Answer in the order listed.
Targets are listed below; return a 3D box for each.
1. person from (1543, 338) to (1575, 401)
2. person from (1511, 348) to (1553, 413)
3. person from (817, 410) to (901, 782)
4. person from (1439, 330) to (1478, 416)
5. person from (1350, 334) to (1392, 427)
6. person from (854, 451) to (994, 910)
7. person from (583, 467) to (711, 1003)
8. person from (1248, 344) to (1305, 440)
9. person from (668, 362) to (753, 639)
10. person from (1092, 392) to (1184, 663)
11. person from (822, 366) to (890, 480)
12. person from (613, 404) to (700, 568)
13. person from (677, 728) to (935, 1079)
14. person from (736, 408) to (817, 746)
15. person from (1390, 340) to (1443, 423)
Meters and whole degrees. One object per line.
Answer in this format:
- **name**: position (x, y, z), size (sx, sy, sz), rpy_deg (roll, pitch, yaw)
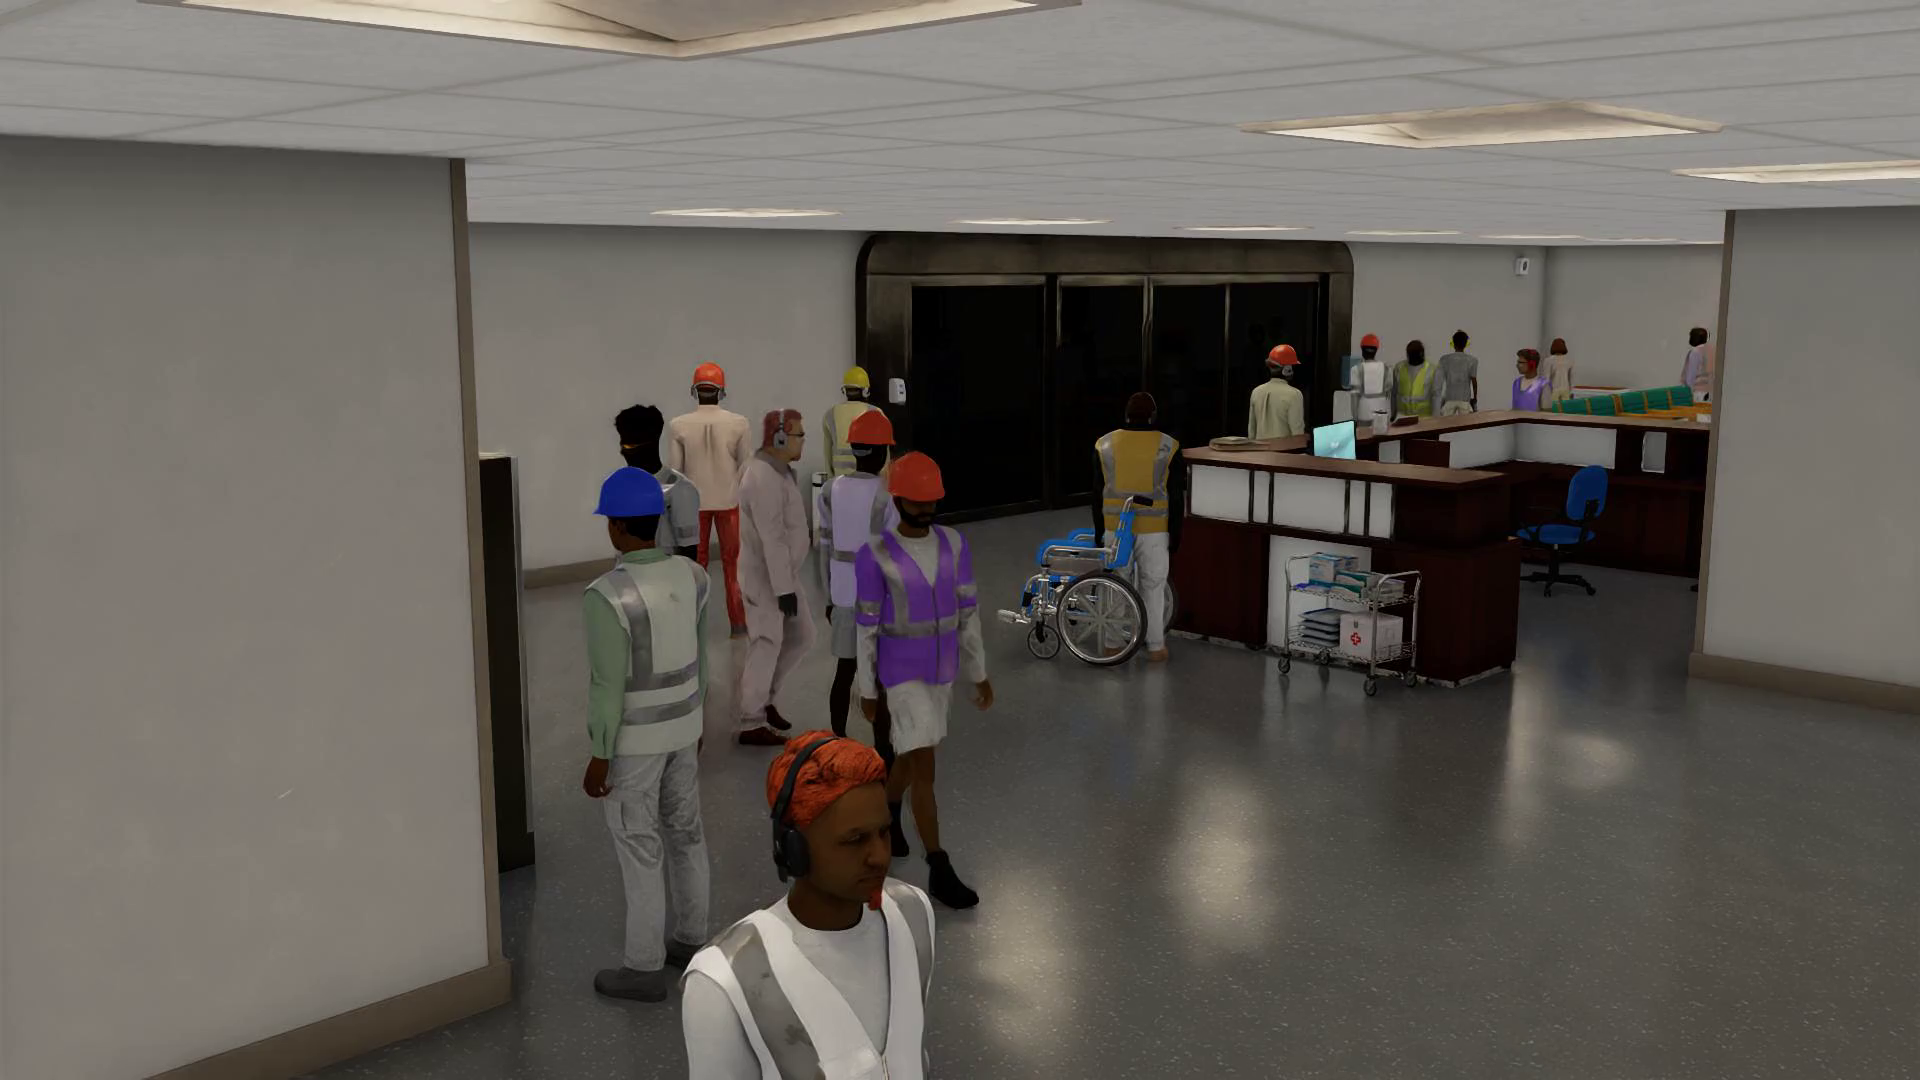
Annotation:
- **person**: position (8.897, -2.189, 24.777), size (0.501, 1.633, 0.289), rpy_deg (-2, 9, -9)
- **person**: position (5.899, -1.058, 17.207), size (0.390, 1.841, 0.564), rpy_deg (-3, 10, -16)
- **person**: position (-0.473, 0.290, 8.686), size (0.547, 1.929, 0.393), rpy_deg (6, 11, 30)
- **person**: position (6.457, -1.788, 21.584), size (0.514, 1.876, 0.328), rpy_deg (4, 10, 22)
- **person**: position (4.947, -1.564, 20.217), size (0.548, 1.861, 1.068), rpy_deg (-1, 9, -6)
- **person**: position (-0.200, 0.548, 7.202), size (0.544, 1.900, 0.974), rpy_deg (-7, 11, -36)
- **person**: position (-1.152, 0.702, 6.083), size (0.403, 1.945, 0.614), rpy_deg (5, 11, 29)
- **person**: position (2.810, -0.726, 14.692), size (0.390, 1.995, 0.613), rpy_deg (-6, 11, -34)
- **person**: position (-1.770, -0.269, 11.896), size (0.608, 1.995, 0.376), rpy_deg (-1, 9, -7)
- **person**: position (1.204, -0.082, 11.257), size (0.628, 1.835, 0.429), rpy_deg (2, 10, 14)
- **person**: position (-0.861, -0.554, 14.138), size (0.586, 1.835, 0.403), rpy_deg (3, 10, 18)
- **person**: position (-1.627, 0.261, 8.755), size (0.600, 1.959, 0.376), rpy_deg (8, 12, 39)
- **person**: position (-0.222, 1.254, 2.901), size (0.356, 1.883, 0.572), rpy_deg (7, 12, 36)
- **person**: position (-1.044, 0.213, 9.278), size (0.470, 1.893, 0.637), rpy_deg (1, 9, 4)
- **person**: position (5.470, -1.495, 20.023), size (0.662, 1.802, 0.749), rpy_deg (6, 11, 31)
